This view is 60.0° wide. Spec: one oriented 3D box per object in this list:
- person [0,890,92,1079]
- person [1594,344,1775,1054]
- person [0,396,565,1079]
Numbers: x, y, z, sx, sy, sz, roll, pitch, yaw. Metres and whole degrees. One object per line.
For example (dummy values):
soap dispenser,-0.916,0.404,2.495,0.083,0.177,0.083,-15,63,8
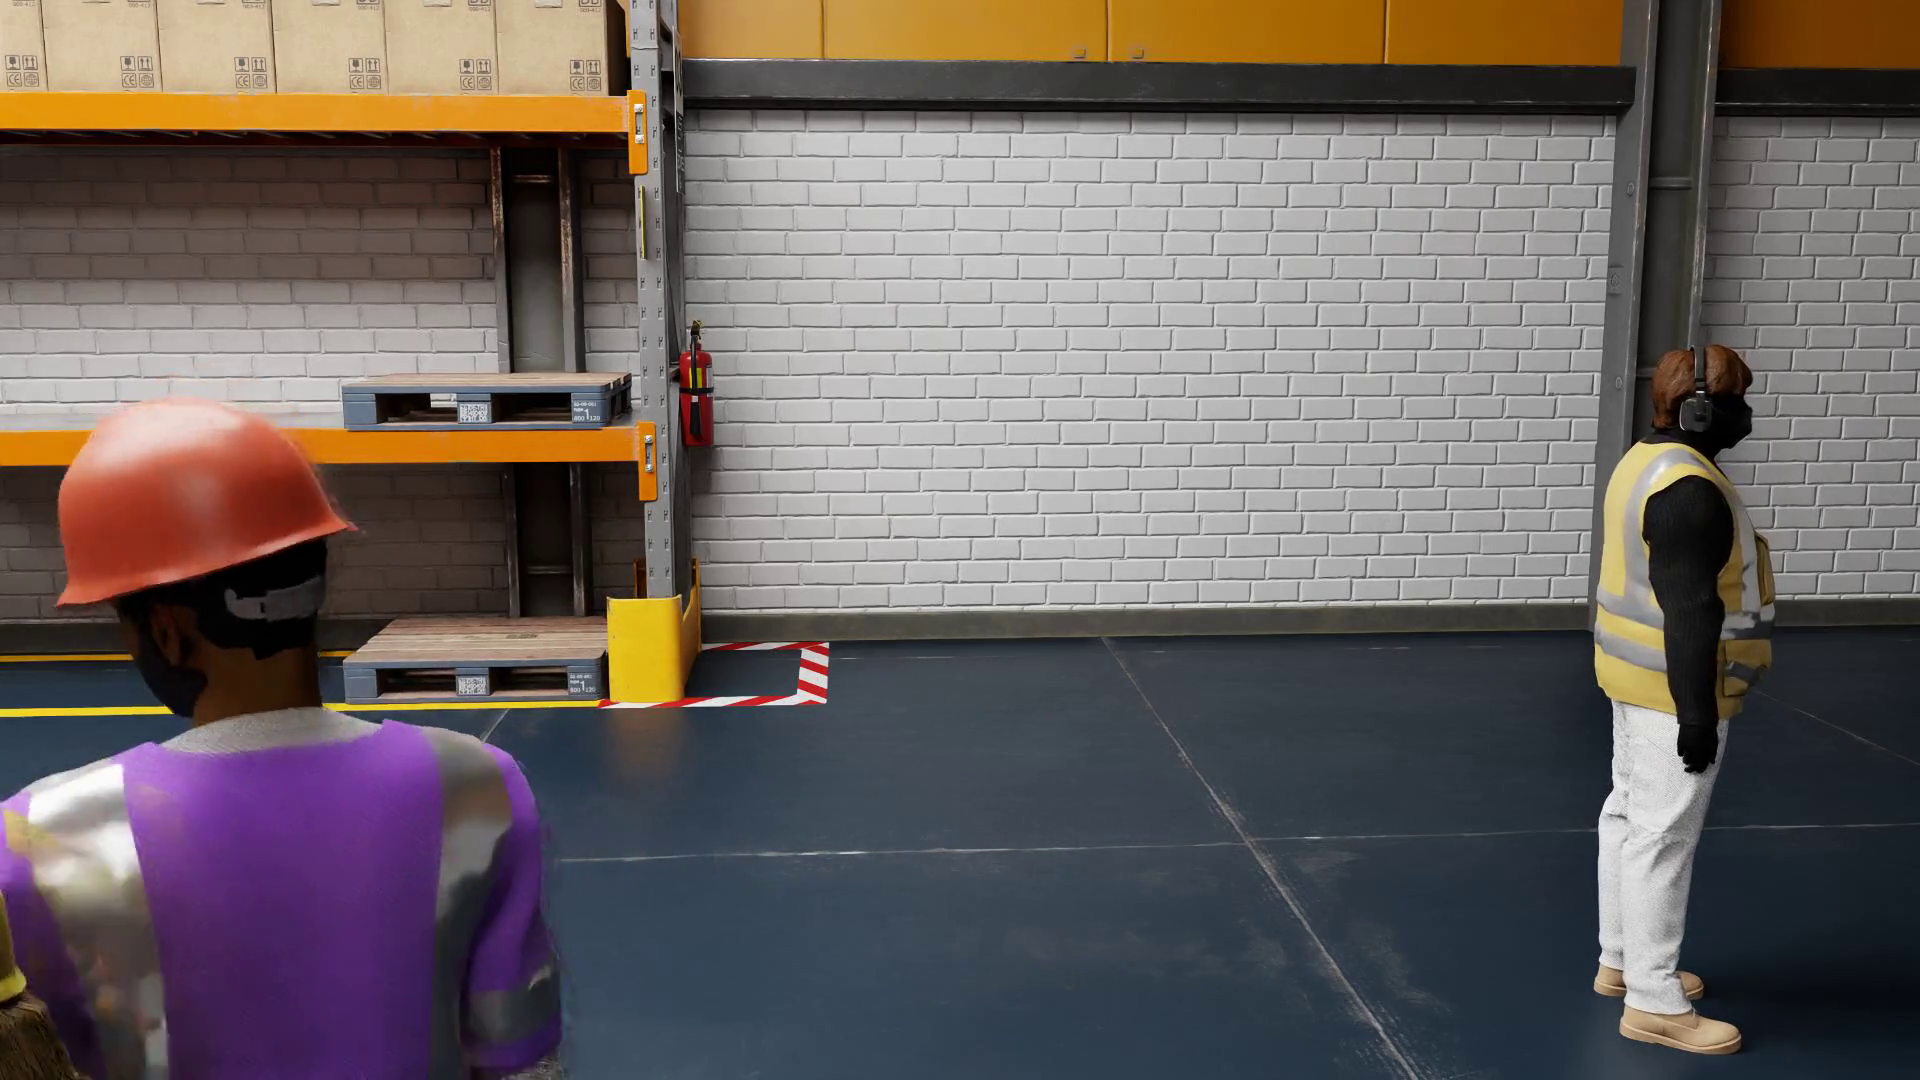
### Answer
person,-0.651,0.998,1.198,0.925,1.693,0.486,-1,9,-4
person,1.916,0.406,4.432,0.430,1.845,0.620,2,9,11
person,-0.669,0.814,1.681,0.609,1.904,0.526,-7,11,-36
